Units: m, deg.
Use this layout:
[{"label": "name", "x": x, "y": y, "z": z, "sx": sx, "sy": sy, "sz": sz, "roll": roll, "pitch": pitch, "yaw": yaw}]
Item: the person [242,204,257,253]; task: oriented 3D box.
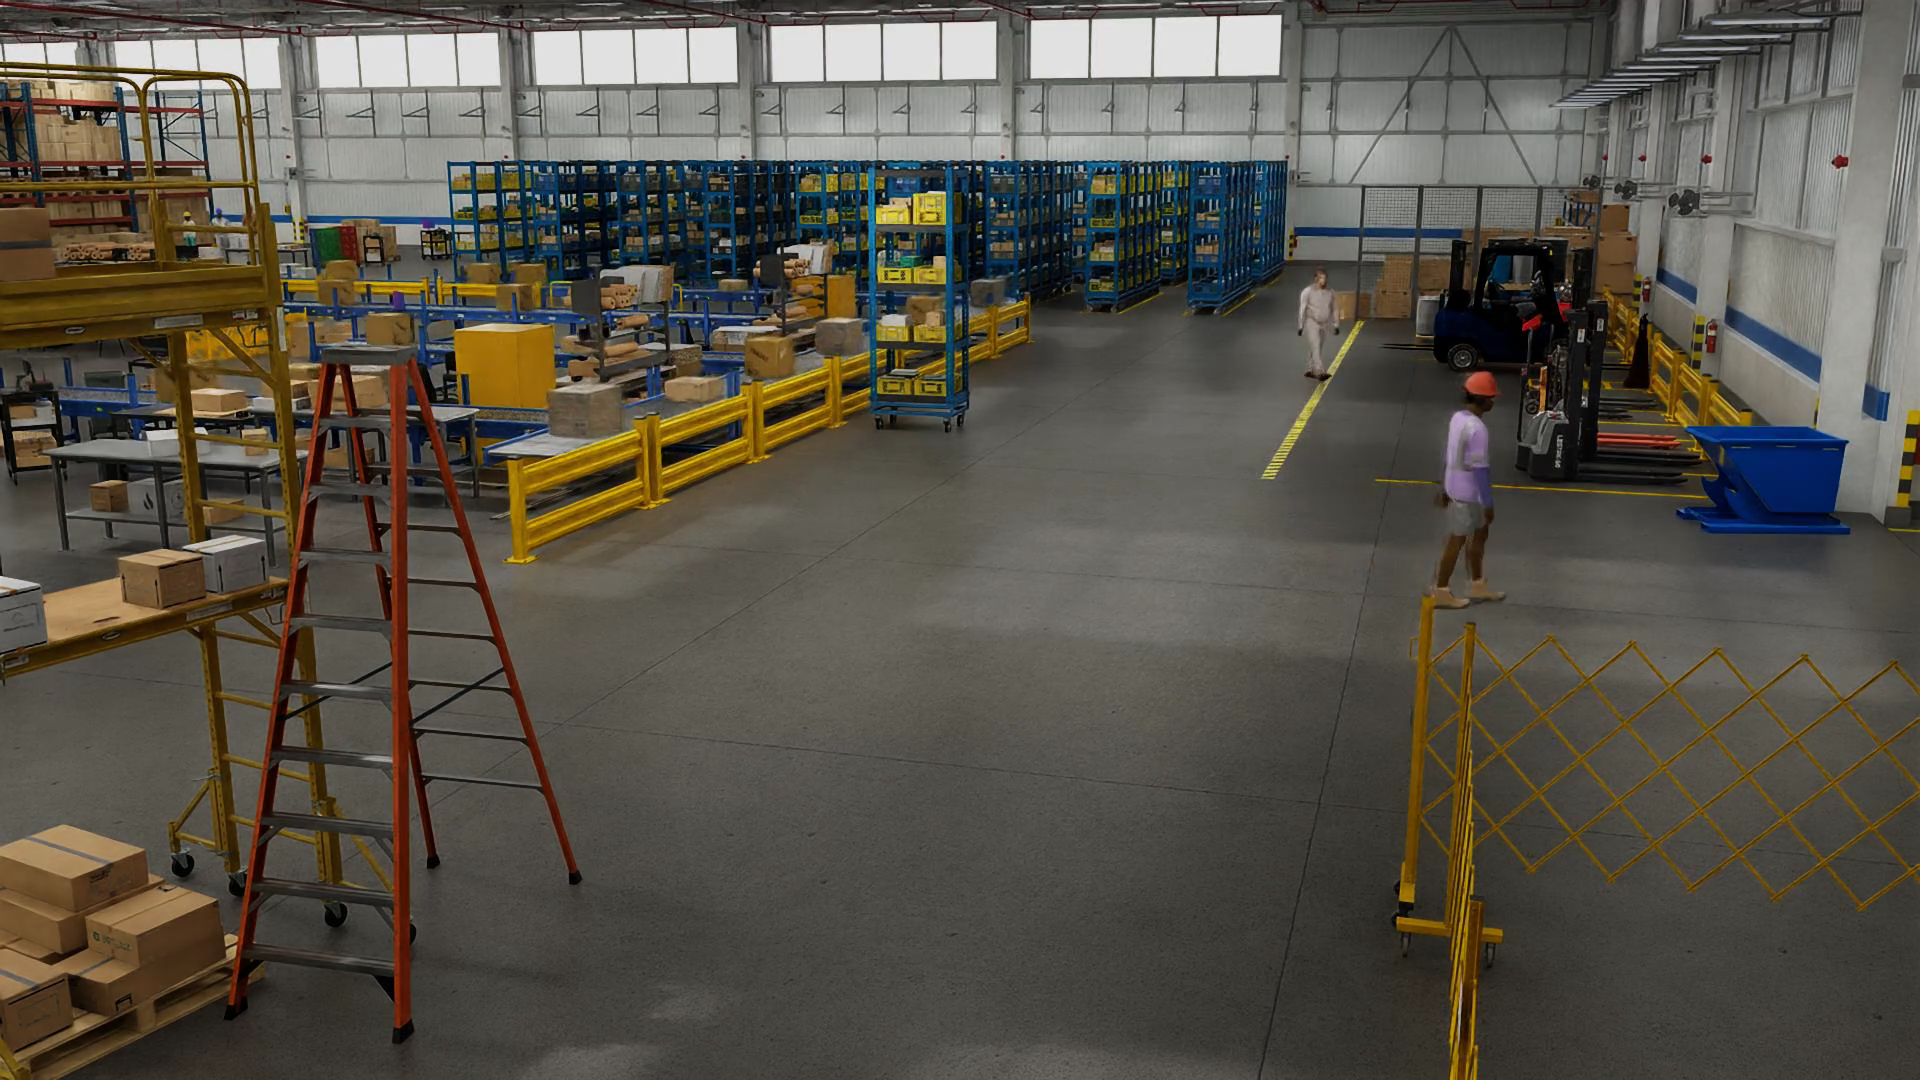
[{"label": "person", "x": -26.810, "y": -11.738, "z": 62.953, "sx": 0.629, "sy": 1.972, "sz": 0.623, "roll": -8, "pitch": 15, "yaw": -31}]

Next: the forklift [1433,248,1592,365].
[{"label": "forklift", "x": 9.780, "y": -4.111, "z": 29.280, "sx": 2.680, "sy": 1.987, "sz": 1.157, "roll": 3, "pitch": 13, "yaw": 14}]

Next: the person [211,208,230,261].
[{"label": "person", "x": -26.274, "y": -10.834, "z": 59.189, "sx": 0.613, "sy": 1.920, "sz": 0.862, "roll": -4, "pitch": 14, "yaw": -17}]

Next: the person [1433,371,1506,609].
[{"label": "person", "x": 4.353, "y": -0.399, "z": 13.869, "sx": 0.818, "sy": 2.016, "sz": 0.649, "roll": 0, "pitch": 13, "yaw": 0}]

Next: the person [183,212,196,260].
[{"label": "person", "x": -27.765, "y": -10.933, "z": 59.927, "sx": 0.523, "sy": 1.769, "sz": 0.319, "roll": 5, "pitch": 14, "yaw": 19}]

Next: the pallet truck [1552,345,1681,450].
[{"label": "pallet truck", "x": 8.641, "y": -1.896, "z": 21.908, "sx": 1.630, "sy": 1.274, "sz": 0.653, "roll": 4, "pitch": 14, "yaw": 16}]

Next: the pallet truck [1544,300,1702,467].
[{"label": "pallet truck", "x": 8.263, "y": -1.952, "z": 20.631, "sx": 1.885, "sy": 1.965, "sz": 0.823, "roll": 5, "pitch": 14, "yaw": 20}]

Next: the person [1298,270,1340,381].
[{"label": "person", "x": 6.120, "y": -3.631, "z": 28.185, "sx": 0.674, "sy": 1.851, "sz": 0.980, "roll": -5, "pitch": 14, "yaw": -20}]

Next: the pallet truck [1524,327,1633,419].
[{"label": "pallet truck", "x": 9.065, "y": -2.460, "z": 24.370, "sx": 1.522, "sy": 1.261, "sz": 0.704, "roll": 3, "pitch": 13, "yaw": 14}]

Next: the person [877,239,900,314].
[{"label": "person", "x": -1.723, "y": -6.363, "z": 40.069, "sx": 0.588, "sy": 1.822, "sz": 0.403, "roll": -5, "pitch": 14, "yaw": -19}]

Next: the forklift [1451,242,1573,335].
[{"label": "forklift", "x": 10.464, "y": -4.597, "z": 31.405, "sx": 2.680, "sy": 1.987, "sz": 1.157, "roll": 4, "pitch": 14, "yaw": 16}]

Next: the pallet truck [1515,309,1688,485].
[{"label": "pallet truck", "x": 7.554, "y": -1.677, "z": 19.446, "sx": 1.885, "sy": 1.965, "sz": 0.823, "roll": 3, "pitch": 13, "yaw": 14}]

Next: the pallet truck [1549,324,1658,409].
[{"label": "pallet truck", "x": 9.824, "y": -2.669, "z": 25.407, "sx": 1.601, "sy": 1.201, "sz": 0.680, "roll": 4, "pitch": 14, "yaw": 16}]
